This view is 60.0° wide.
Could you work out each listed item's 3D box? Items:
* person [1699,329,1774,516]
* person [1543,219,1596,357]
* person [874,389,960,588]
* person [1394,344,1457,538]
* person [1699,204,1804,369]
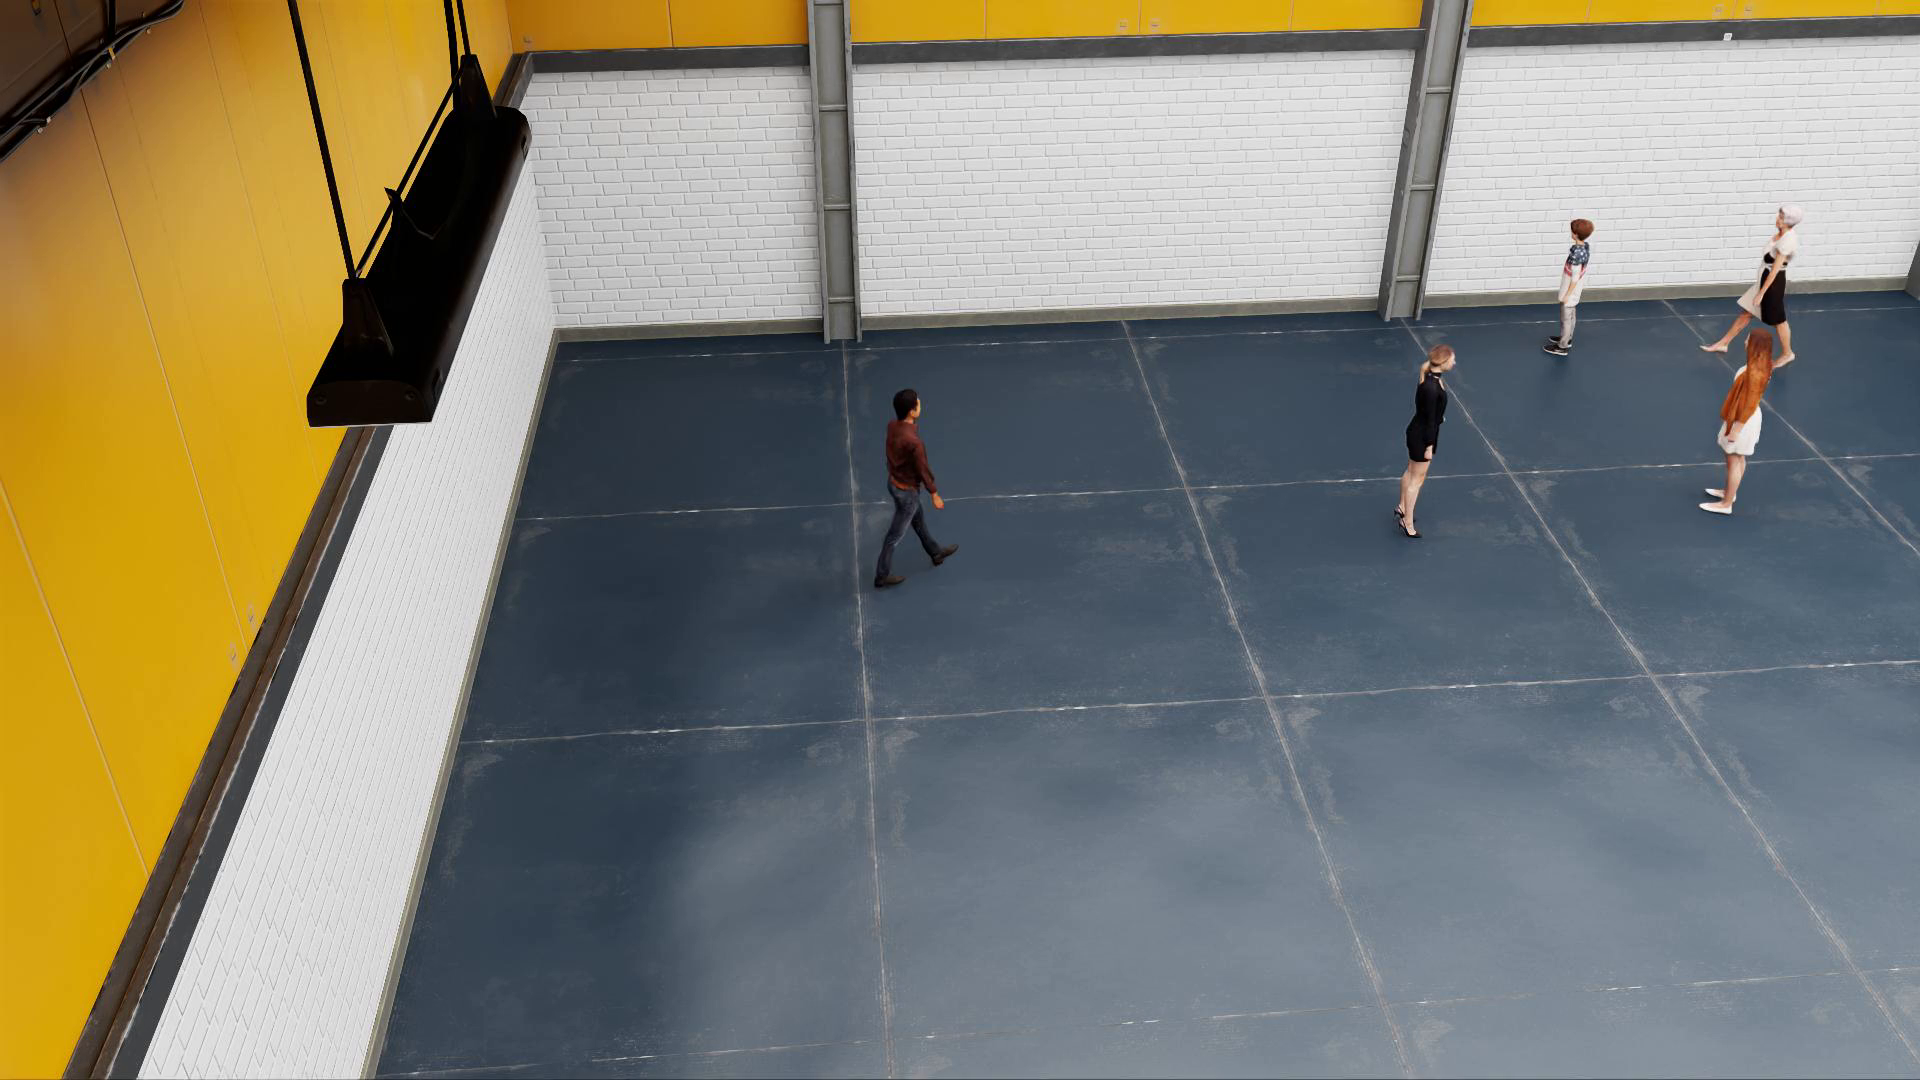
[{"bbox_3d":[6.737,-1.023,14.288,0.741,1.717,0.711,19,38,26],"label":"person"},{"bbox_3d":[6.220,-2.585,16.890,0.623,1.439,0.586,18,38,25],"label":"person"},{"bbox_3d":[-0.515,-0.358,13.265,1.129,1.742,0.890,-13,36,-19],"label":"person"},{"bbox_3d":[3.900,-0.851,13.983,0.564,1.768,0.611,3,34,4],"label":"person"},{"bbox_3d":[8.119,-2.450,16.447,1.218,1.703,0.944,10,35,15],"label":"person"}]
